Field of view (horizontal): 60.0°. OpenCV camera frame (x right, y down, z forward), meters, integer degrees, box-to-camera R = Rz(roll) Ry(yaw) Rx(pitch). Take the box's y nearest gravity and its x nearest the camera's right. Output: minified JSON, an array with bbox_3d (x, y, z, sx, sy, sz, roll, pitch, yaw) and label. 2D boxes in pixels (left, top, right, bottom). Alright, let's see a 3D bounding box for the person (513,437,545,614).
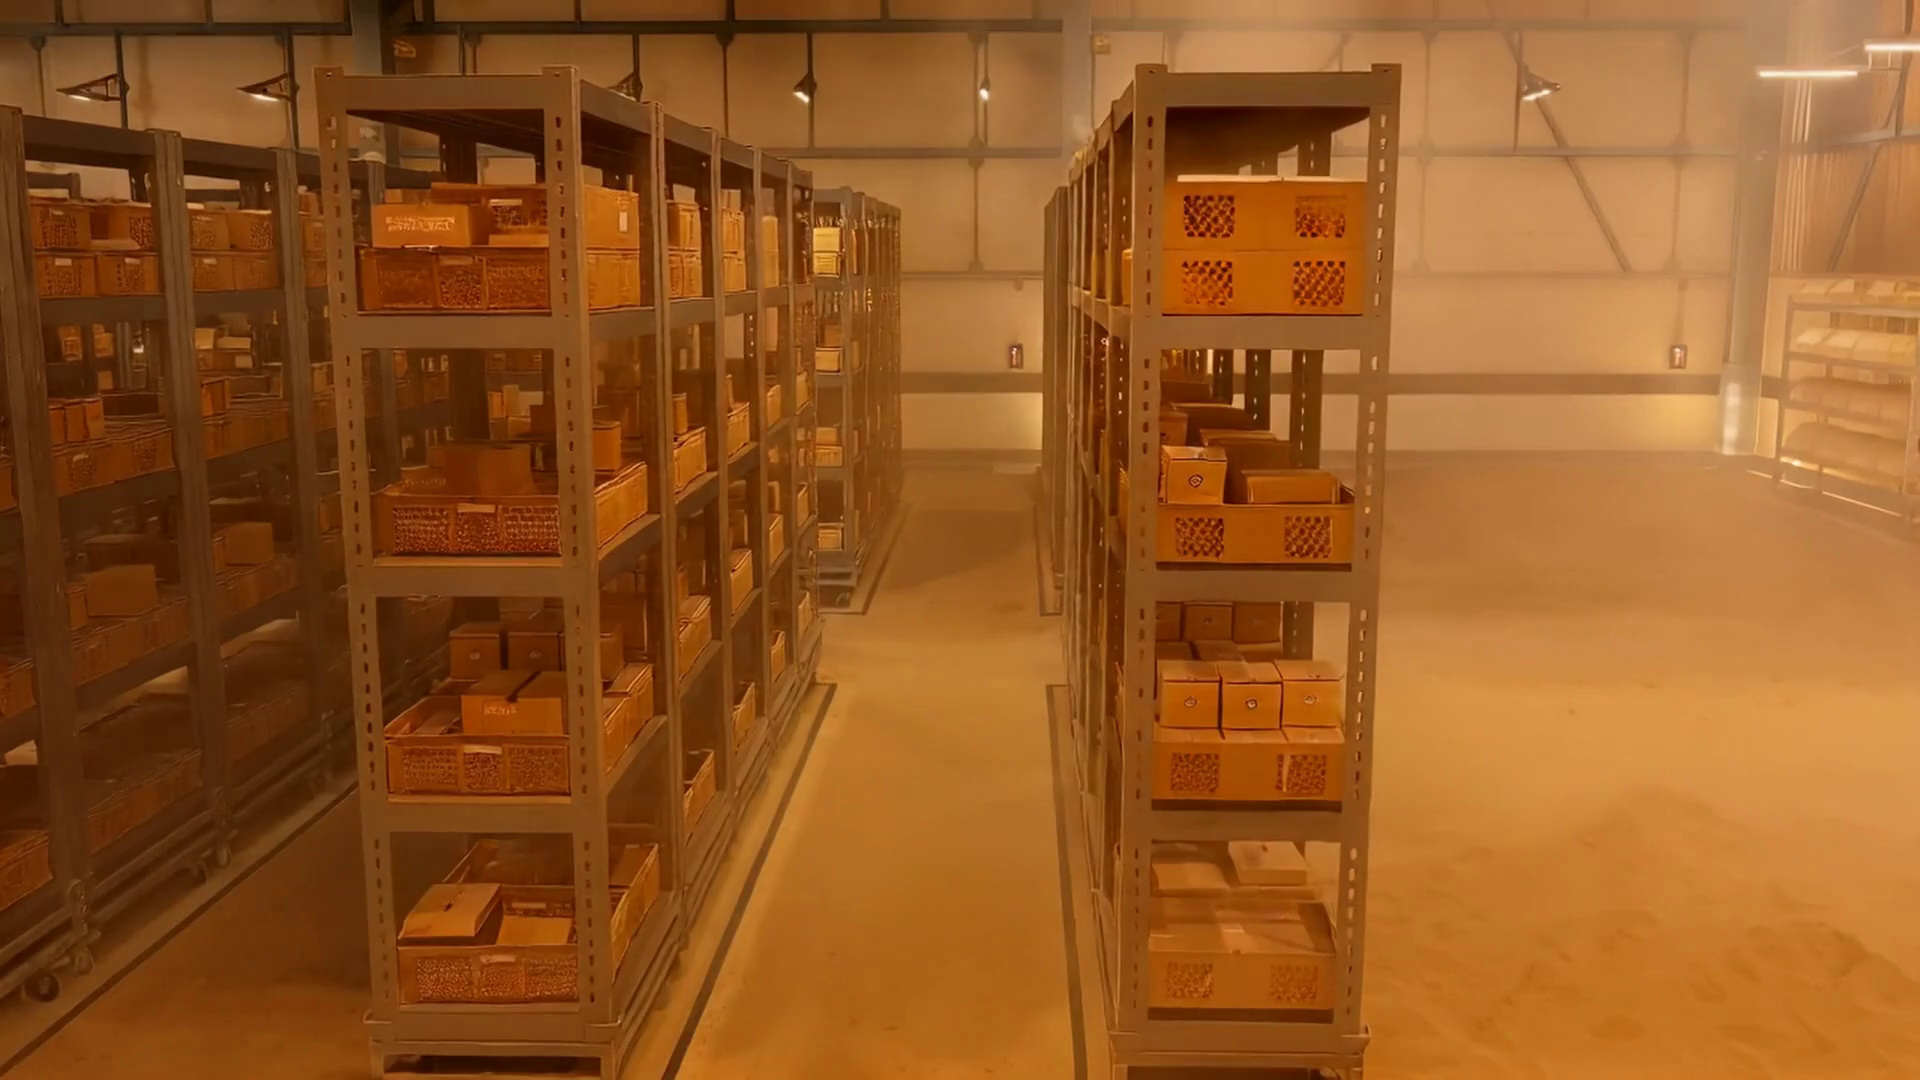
[{"bbox_3d":[-2.893,0.176,11.485,0.482,1.833,0.583,-1,10,-6],"label":"person"}]
